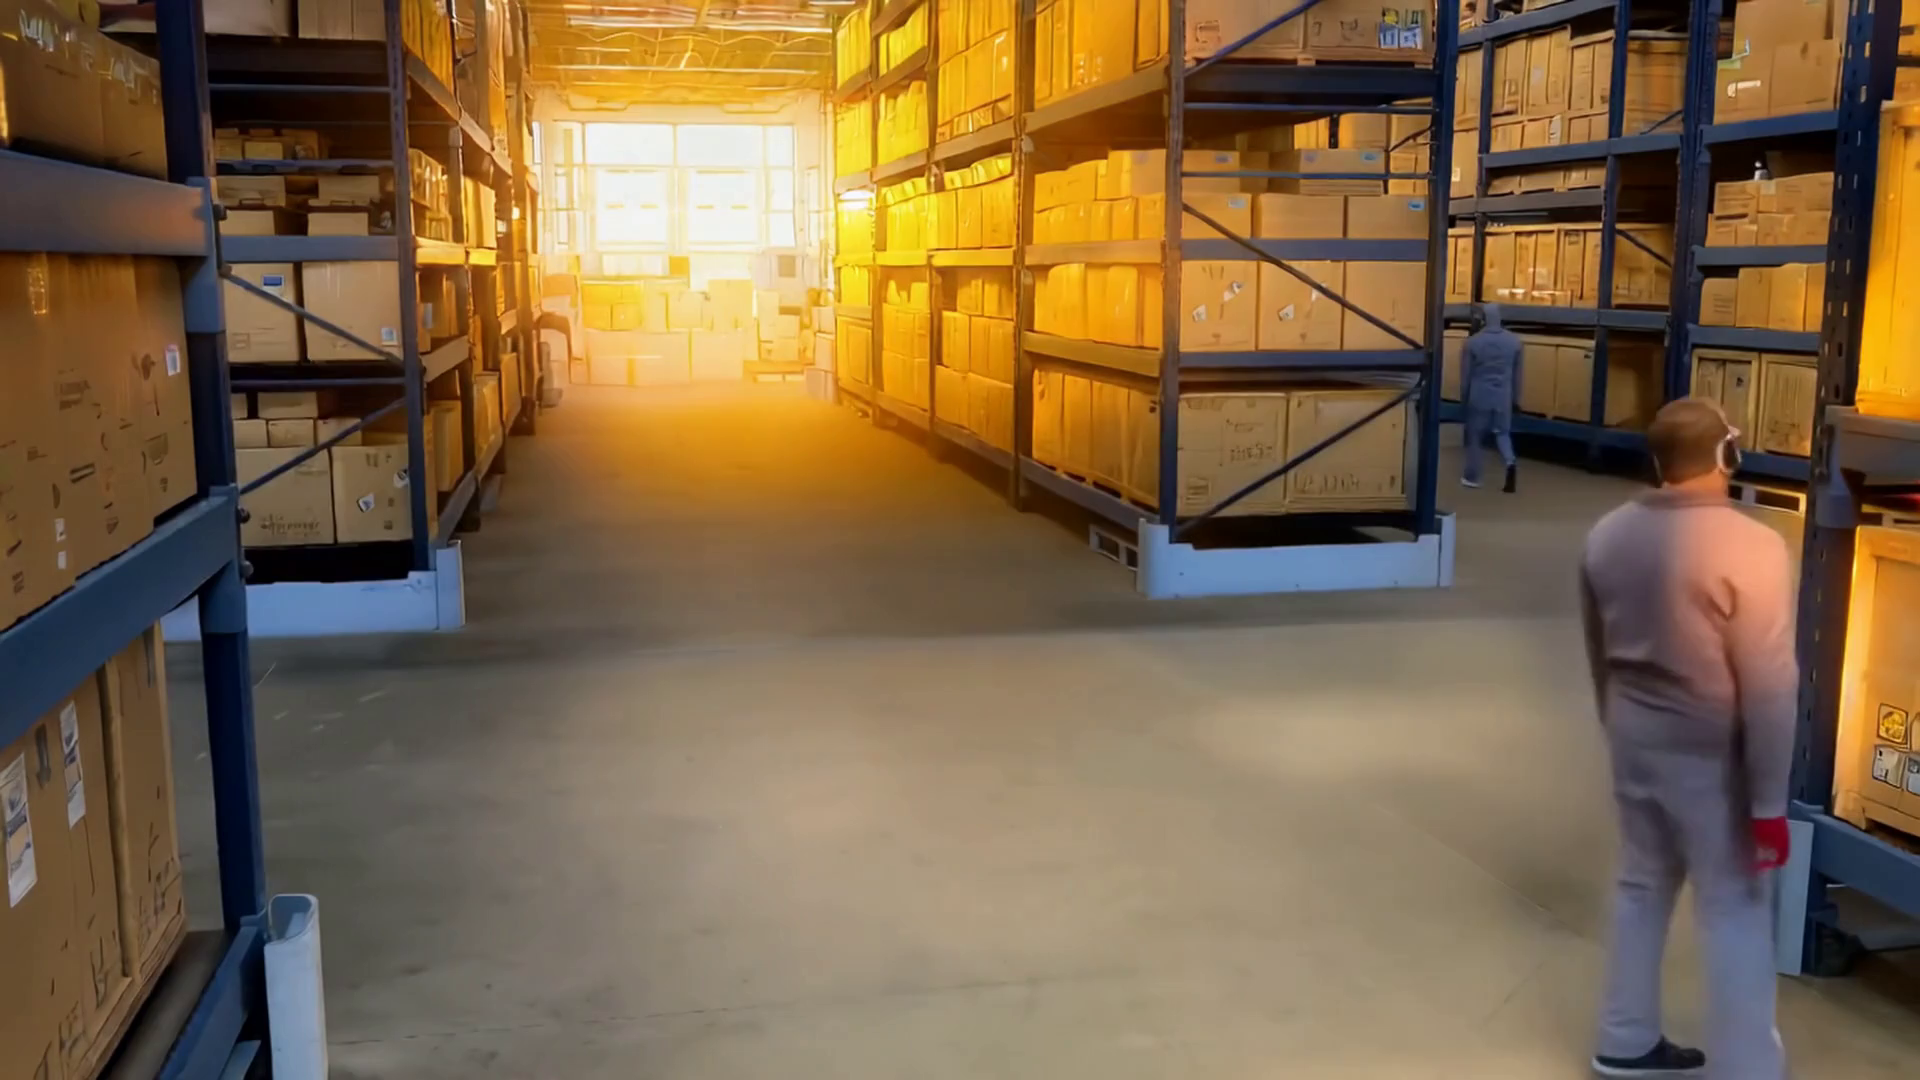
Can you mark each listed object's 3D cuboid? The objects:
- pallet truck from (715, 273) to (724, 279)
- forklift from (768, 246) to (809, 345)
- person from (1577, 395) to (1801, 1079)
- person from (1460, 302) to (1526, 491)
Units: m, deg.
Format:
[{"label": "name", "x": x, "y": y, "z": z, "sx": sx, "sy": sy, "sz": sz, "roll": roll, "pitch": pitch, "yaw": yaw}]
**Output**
[{"label": "pallet truck", "x": -8.580, "y": -8.986, "z": 62.280, "sx": 1.885, "sy": 1.965, "sz": 0.823, "roll": 1, "pitch": 9, "yaw": 5}, {"label": "forklift", "x": -4.953, "y": -6.961, "z": 47.256, "sx": 1.129, "sy": 2.768, "sz": 1.873, "roll": 0, "pitch": 9, "yaw": 2}, {"label": "person", "x": 1.937, "y": 0.568, "z": 4.376, "sx": 0.447, "sy": 1.897, "sz": 0.658, "roll": -4, "pitch": 10, "yaw": -22}, {"label": "person", "x": 5.289, "y": -1.417, "z": 16.521, "sx": 0.651, "sy": 1.883, "sz": 0.813, "roll": 0, "pitch": 9, "yaw": -3}]
